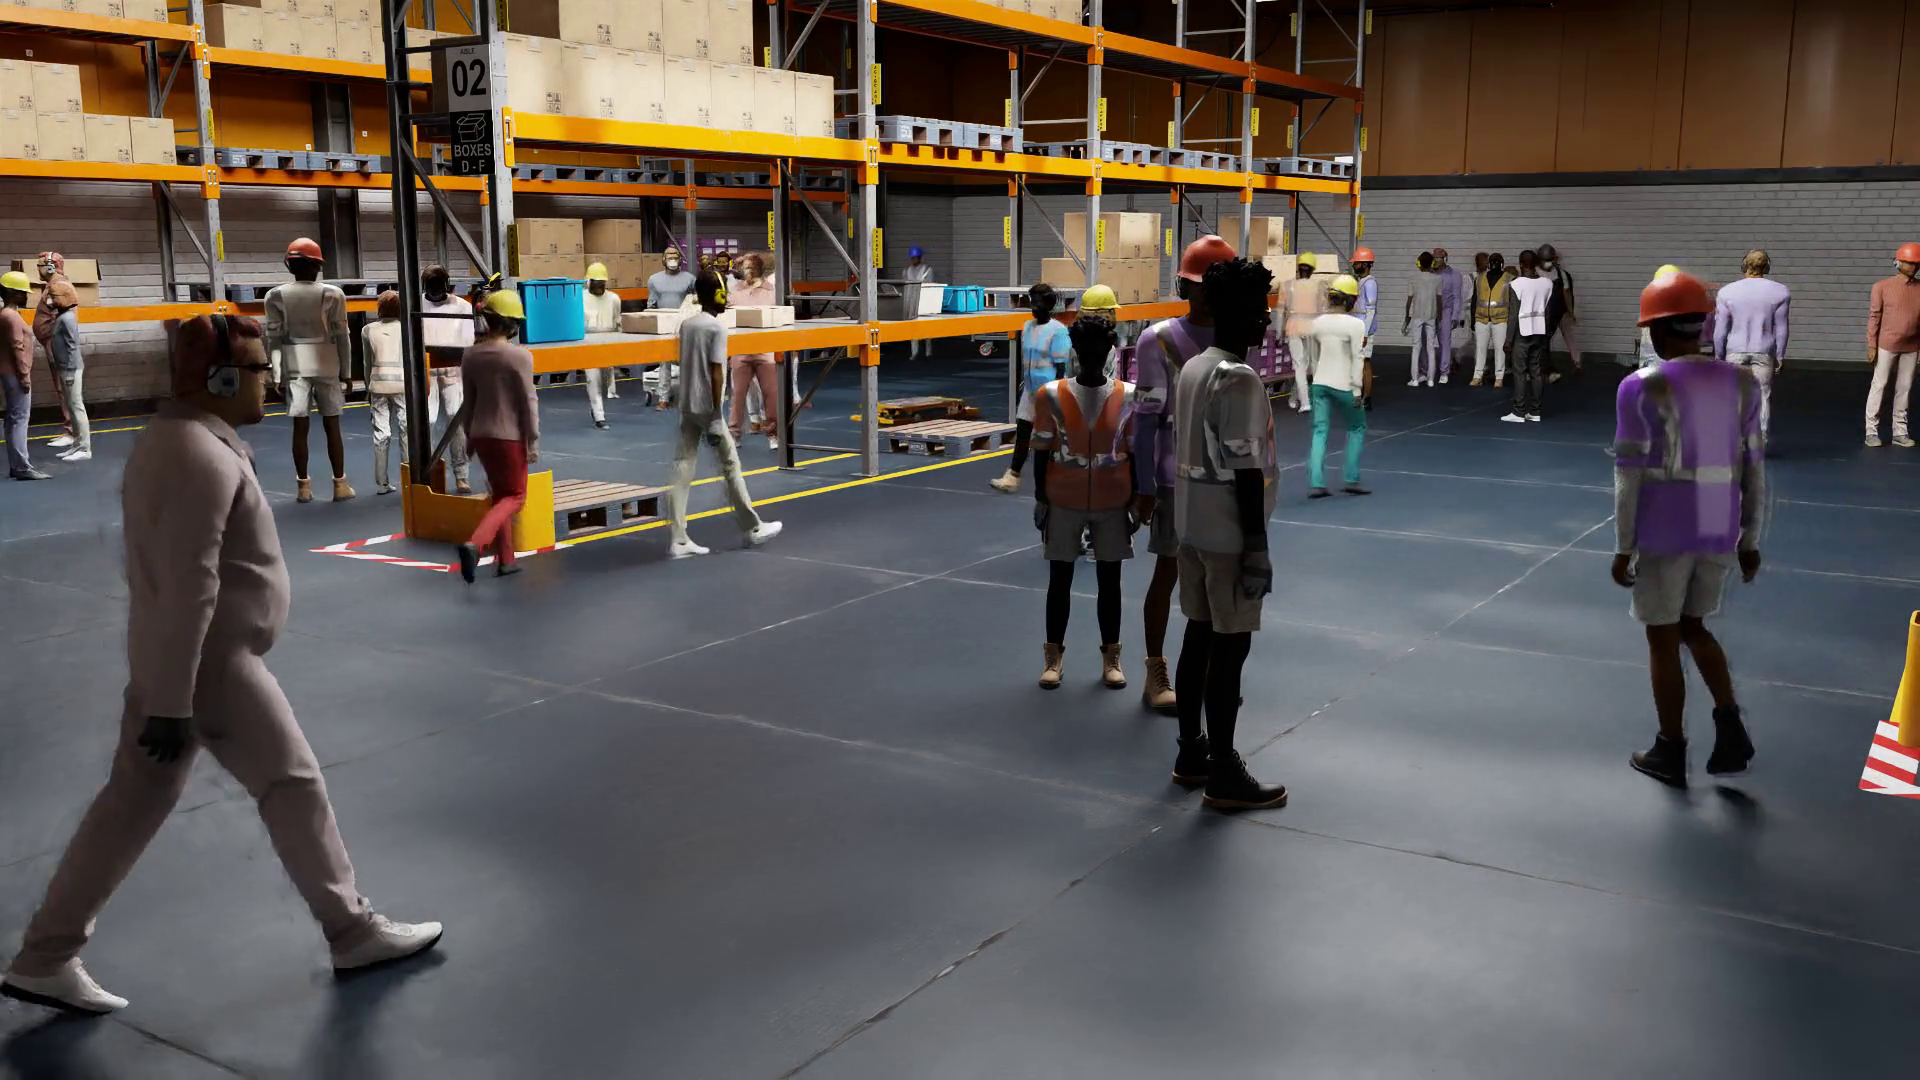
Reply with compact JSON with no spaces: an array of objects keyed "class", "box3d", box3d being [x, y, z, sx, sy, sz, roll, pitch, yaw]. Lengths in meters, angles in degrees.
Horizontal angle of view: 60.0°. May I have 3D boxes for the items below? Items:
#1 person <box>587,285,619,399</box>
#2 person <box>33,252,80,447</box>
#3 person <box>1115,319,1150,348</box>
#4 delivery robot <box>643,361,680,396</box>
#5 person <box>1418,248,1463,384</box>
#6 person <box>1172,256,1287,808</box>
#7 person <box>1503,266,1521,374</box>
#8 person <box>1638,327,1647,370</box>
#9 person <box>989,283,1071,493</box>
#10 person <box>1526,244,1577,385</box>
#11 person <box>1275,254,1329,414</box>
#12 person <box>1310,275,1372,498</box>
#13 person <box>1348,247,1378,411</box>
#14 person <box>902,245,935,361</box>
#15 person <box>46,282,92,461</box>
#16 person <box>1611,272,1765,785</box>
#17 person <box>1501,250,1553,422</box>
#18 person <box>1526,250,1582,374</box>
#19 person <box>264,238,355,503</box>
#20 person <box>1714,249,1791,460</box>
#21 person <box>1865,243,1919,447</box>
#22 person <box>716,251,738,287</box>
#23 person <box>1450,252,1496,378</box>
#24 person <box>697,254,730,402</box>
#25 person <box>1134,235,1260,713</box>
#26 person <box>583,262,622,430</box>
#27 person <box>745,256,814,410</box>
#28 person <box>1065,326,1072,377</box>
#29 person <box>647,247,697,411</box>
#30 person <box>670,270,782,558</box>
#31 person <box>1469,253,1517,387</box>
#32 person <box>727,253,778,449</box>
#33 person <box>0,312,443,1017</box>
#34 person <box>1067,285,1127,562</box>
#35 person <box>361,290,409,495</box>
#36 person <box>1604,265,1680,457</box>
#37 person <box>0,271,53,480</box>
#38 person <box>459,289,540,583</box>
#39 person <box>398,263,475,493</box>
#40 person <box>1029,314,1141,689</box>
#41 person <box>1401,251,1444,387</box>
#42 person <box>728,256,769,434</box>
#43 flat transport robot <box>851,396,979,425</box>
[{"class":"person","box3d":[-4.591,-2.601,21.156,0.514,1.641,0.307,0,10,1]},{"class":"person","box3d":[-8.893,-1.877,16.404,0.410,1.909,0.643,-4,11,-22]},{"class":"person","box3d":[2.527,-3.349,24.550,0.598,1.906,0.588,3,11,14]},{"class":"delivery robot","box3d":[-3.584,-1.984,20.482,0.477,0.478,0.707,5,11,27]},{"class":"person","box3d":[6.737,-3.162,23.522,0.651,1.907,0.409,8,13,38]},{"class":"person","box3d":[0.960,-0.026,5.980,0.367,1.966,0.607,-3,11,-14]},{"class":"person","box3d":[8.332,-3.332,25.222,0.281,1.631,0.506,2,10,11]},{"class":"person","box3d":[6.996,-1.746,16.472,0.513,1.611,0.573,2,11,13]},{"class":"person","box3d":[0.589,-1.177,13.139,0.697,1.669,0.552,-9,14,-41]},{"class":"person","box3d":[8.262,-3.215,23.446,0.690,2.000,1.061,-3,11,-17]},{"class":"person","box3d":[4.029,-2.432,19.622,0.599,1.861,0.963,0,10,-1]},{"class":"person","box3d":[3.011,-1.204,13.102,0.662,1.743,0.545,-9,13,-40]},{"class":"person","box3d":[4.746,-2.486,19.690,0.354,1.939,0.545,0,10,0]},{"class":"person","box3d":[-0.700,-3.974,27.949,0.637,1.927,0.478,5,11,24]},{"class":"person","box3d":[-8.245,-1.554,15.359,0.277,1.636,0.507,-7,13,-35]},{"class":"person","box3d":[2.665,-0.027,6.160,0.547,1.911,0.519,-2,10,-13]},{"class":"person","box3d":[6.329,-2.267,18.549,0.597,1.911,0.376,-5,11,-24]},{"class":"person","box3d":[9.119,-3.471,25.305,0.638,1.902,1.185,-3,11,-15]},{"class":"person","box3d":[-5.008,-1.301,12.853,0.605,2.036,0.393,-2,10,-11]},{"class":"person","box3d":[7.254,-1.692,15.288,0.627,1.941,0.371,4,11,23]},{"class":"person","box3d":[9.208,-1.906,16.317,0.611,1.996,0.375,0,10,1]},{"class":"person","box3d":[-3.239,-3.034,22.916,0.513,1.872,0.328,0,10,3]},{"class":"person","box3d":[7.677,-3.365,24.814,0.591,1.855,0.897,-6,12,-31]},{"class":"person","box3d":[-3.138,-2.628,20.741,0.517,1.841,0.325,3,11,17]},{"class":"person","box3d":[1.037,-0.273,7.141,0.615,2.039,0.386,-5,11,-25]},{"class":"person","box3d":[-3.951,-2.116,18.056,0.594,1.799,0.818,-6,12,-30]},{"class":"person","box3d":[-2.184,-2.448,19.588,0.888,1.910,0.634,-4,11,-21]},{"class":"person","box3d":[1.484,-2.608,20.738,0.651,1.814,0.514,5,11,27]},{"class":"person","box3d":[-3.395,-2.492,19.720,0.631,1.940,0.370,0,10,2]},{"class":"person","box3d":[-1.560,-0.820,10.773,0.513,1.818,0.944,9,13,40]},{"class":"person","box3d":[7.363,-3.038,23.013,0.625,1.846,0.429,6,12,31]},{"class":"person","box3d":[-2.002,-1.806,16.074,0.686,1.891,0.414,0,10,-1]},{"class":"person","box3d":[-2.031,0.330,4.390,1.077,1.849,0.658,-7,12,-35]},{"class":"person","box3d":[0.856,-0.736,10.531,0.312,1.744,0.487,-5,11,-24]},{"class":"person","box3d":[-4.489,-1.163,13.218,0.508,1.629,0.317,1,10,5]},{"class":"person","box3d":[6.390,-1.626,15.341,0.802,1.785,0.589,7,13,35]},{"class":"person","box3d":[-7.958,-1.385,14.086,0.322,1.763,0.524,-8,13,-37]},{"class":"person","box3d":[-2.752,-0.591,9.777,0.533,1.746,0.693,5,11,25]},{"class":"person","box3d":[-4.162,-1.281,13.296,0.623,1.839,0.429,-3,11,-16]},{"class":"person","box3d":[0.577,-0.168,7.514,0.533,1.697,0.318,0,10,1]},{"class":"person","box3d":[6.410,-3.050,23.017,0.548,1.866,0.317,1,10,6]},{"class":"person","box3d":[-2.161,-2.014,17.284,0.619,1.859,0.460,2,10,12]},{"class":"flat transport robot","box3d":[-0.495,-1.457,18.609,0.652,0.197,1.431,9,13,40]}]
